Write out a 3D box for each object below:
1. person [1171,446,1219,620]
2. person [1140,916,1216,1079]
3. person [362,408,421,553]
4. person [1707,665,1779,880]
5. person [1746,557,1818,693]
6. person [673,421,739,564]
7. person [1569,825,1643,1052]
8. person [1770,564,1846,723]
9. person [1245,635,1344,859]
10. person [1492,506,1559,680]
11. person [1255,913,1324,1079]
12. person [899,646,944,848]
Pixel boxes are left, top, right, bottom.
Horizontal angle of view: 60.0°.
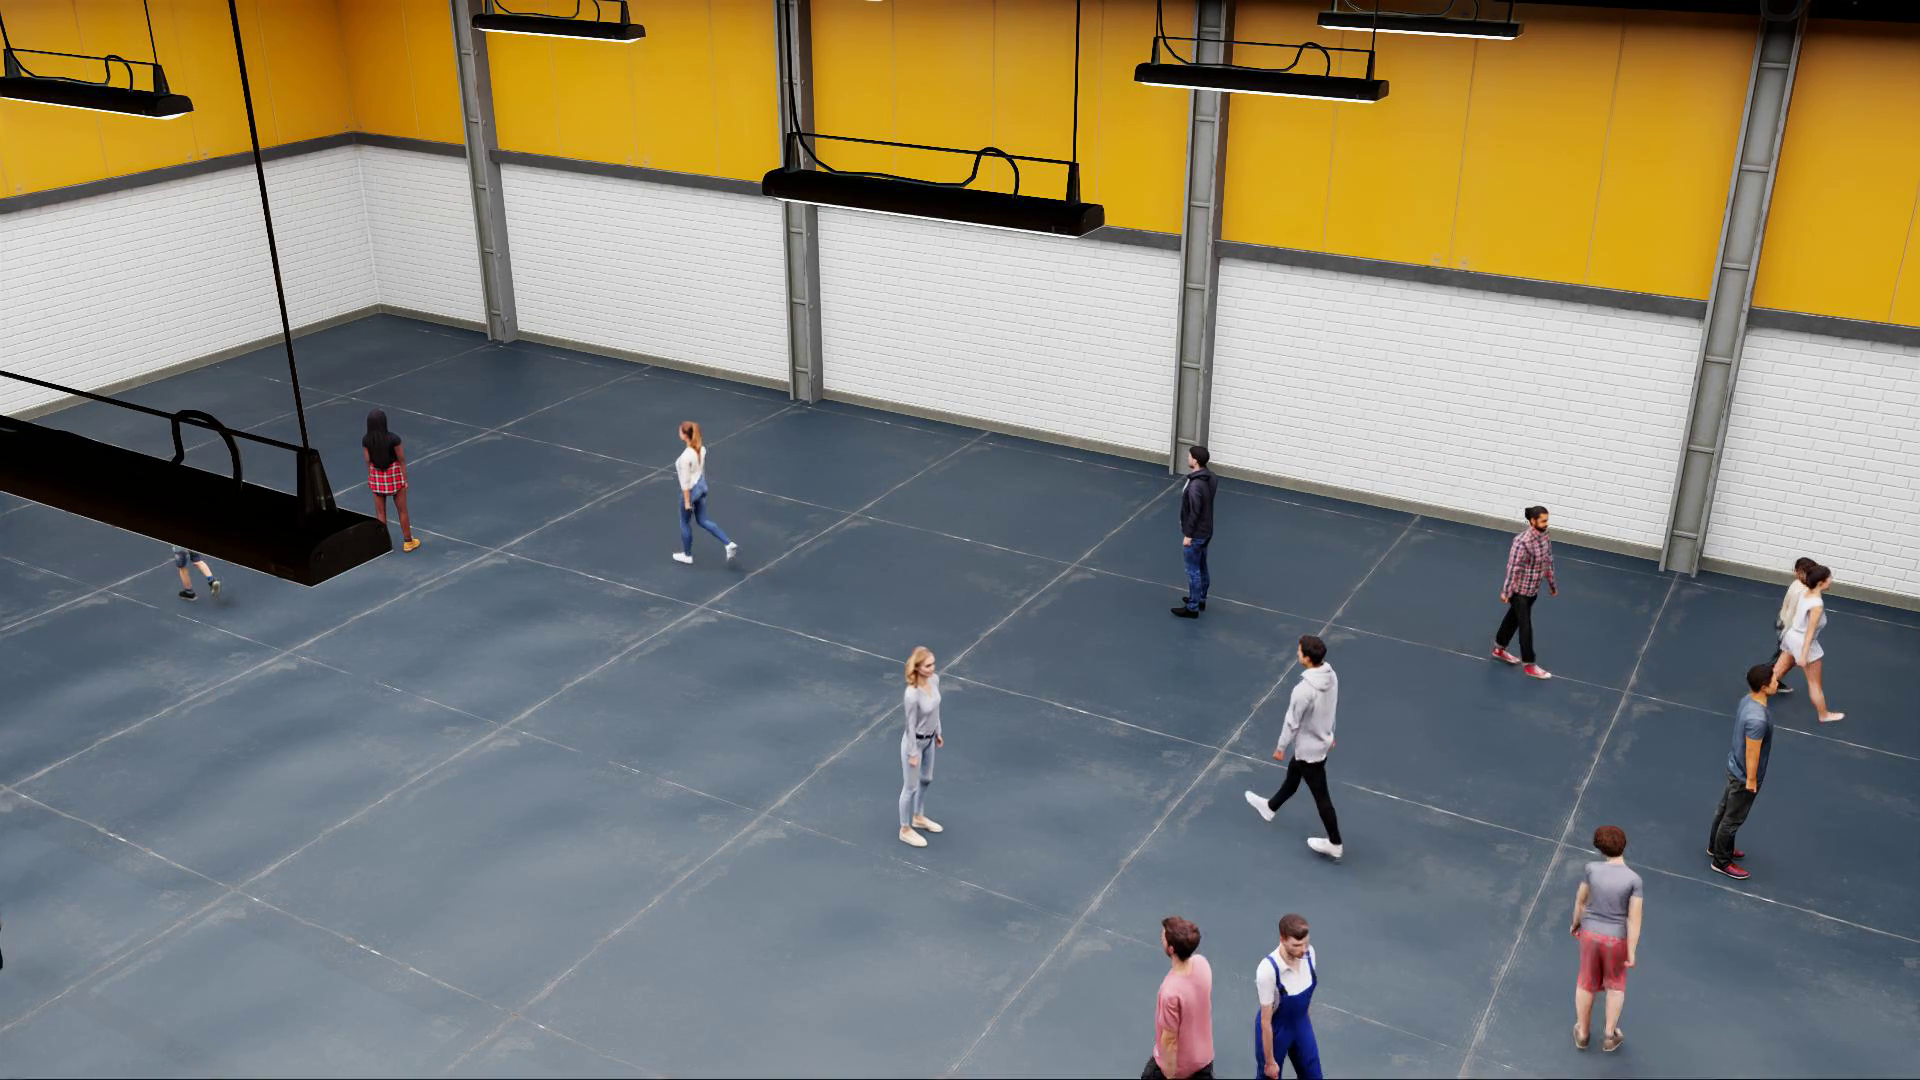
[{"bbox_3d":[2.499,-0.095,17.446,0.547,1.894,0.662,13,27,27],"label":"person"},{"bbox_3d":[1.430,3.161,9.978,1.321,1.910,0.818,19,30,37],"label":"person"},{"bbox_3d":[-6.534,-0.680,18.989,0.699,1.729,0.778,-2,24,-4],"label":"person"},{"bbox_3d":[6.229,1.803,13.208,0.601,1.811,0.683,8,25,18],"label":"person"},{"bbox_3d":[7.849,0.830,15.882,0.724,1.452,0.622,9,25,20],"label":"person"},{"bbox_3d":[-2.893,-0.495,18.601,1.045,1.702,0.694,10,25,21],"label":"person"},{"bbox_3d":[4.374,2.749,11.286,0.568,1.617,0.674,21,31,39],"label":"person"},{"bbox_3d":[7.708,0.977,15.404,1.145,1.566,0.864,3,24,6],"label":"person"},{"bbox_3d":[2.907,1.701,13.376,1.250,1.863,0.827,18,29,35],"label":"person"},{"bbox_3d":[5.498,0.448,16.404,1.053,1.734,0.872,21,31,40],"label":"person"},{"bbox_3d":[1.943,3.033,10.375,0.846,1.826,0.968,-16,28,-32],"label":"person"},{"bbox_3d":[-0.333,1.659,13.559,0.504,1.793,0.577,13,27,27],"label":"person"}]
